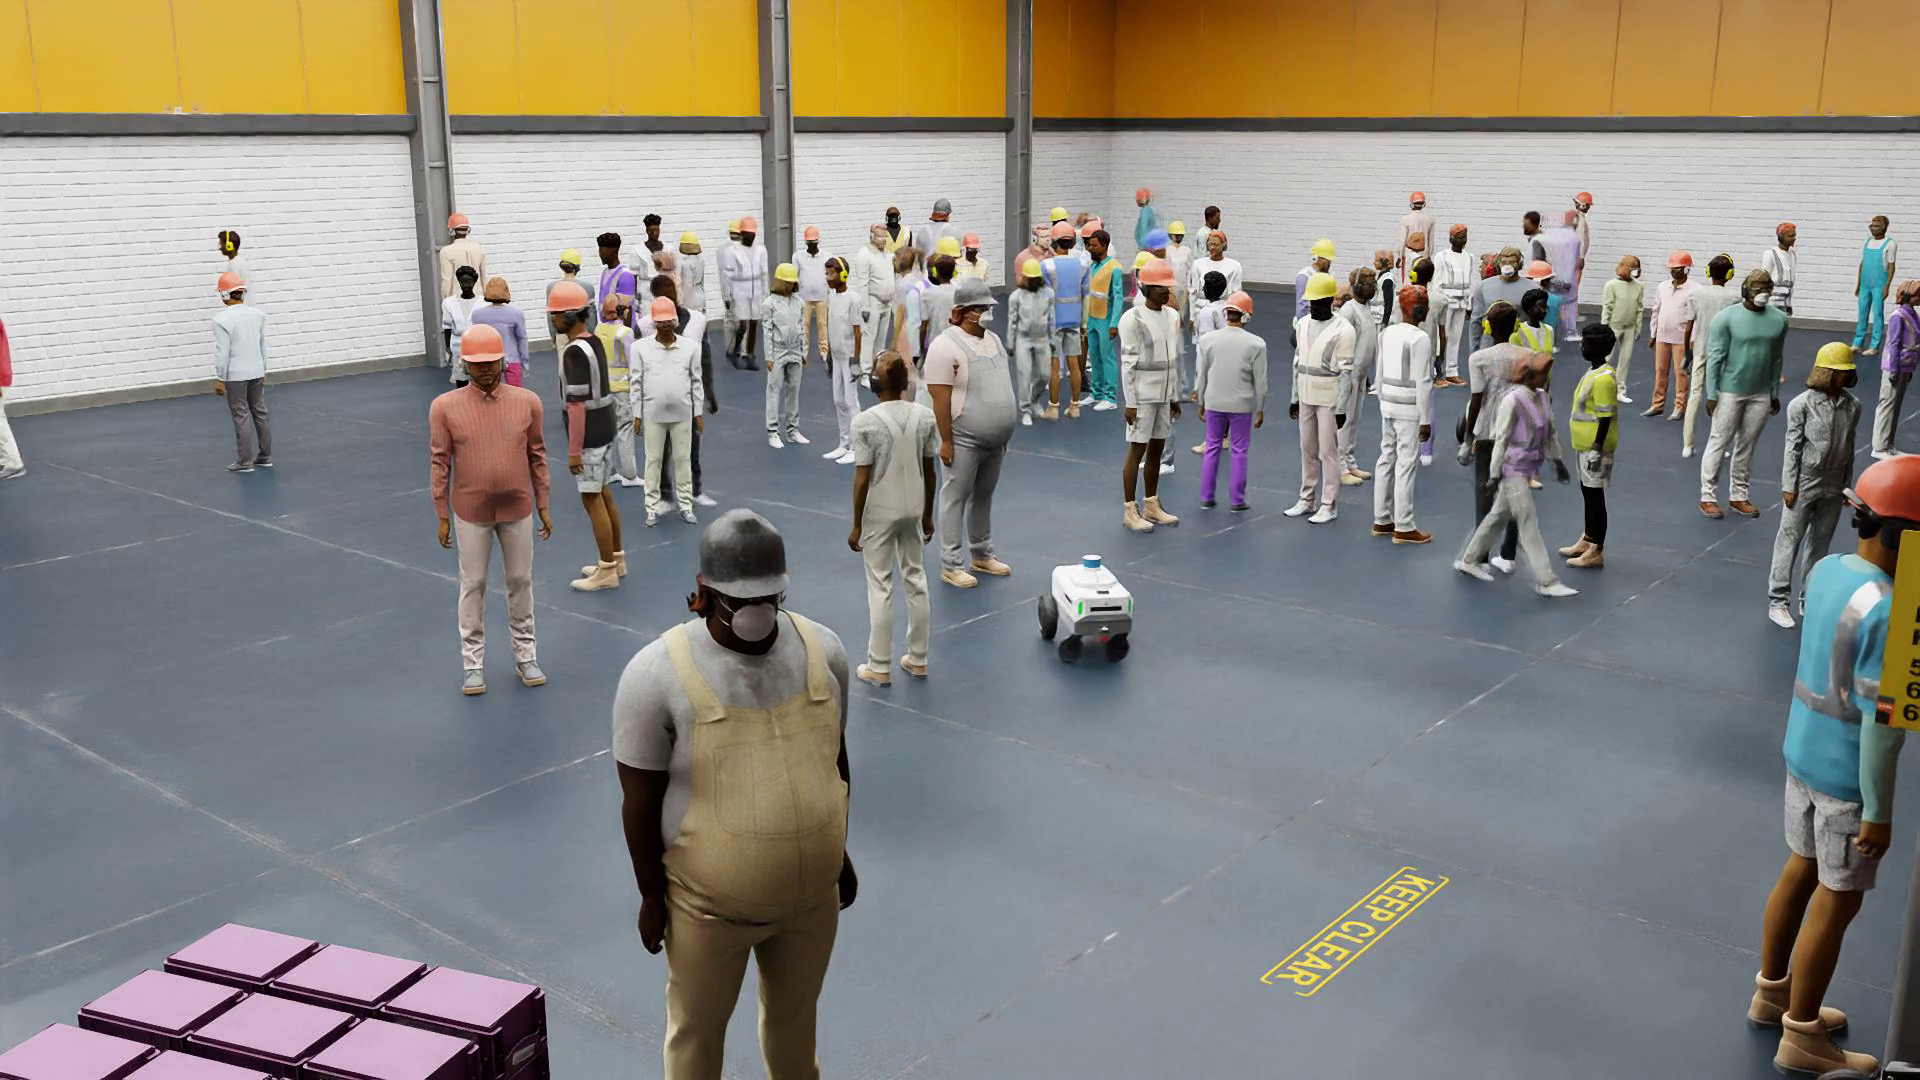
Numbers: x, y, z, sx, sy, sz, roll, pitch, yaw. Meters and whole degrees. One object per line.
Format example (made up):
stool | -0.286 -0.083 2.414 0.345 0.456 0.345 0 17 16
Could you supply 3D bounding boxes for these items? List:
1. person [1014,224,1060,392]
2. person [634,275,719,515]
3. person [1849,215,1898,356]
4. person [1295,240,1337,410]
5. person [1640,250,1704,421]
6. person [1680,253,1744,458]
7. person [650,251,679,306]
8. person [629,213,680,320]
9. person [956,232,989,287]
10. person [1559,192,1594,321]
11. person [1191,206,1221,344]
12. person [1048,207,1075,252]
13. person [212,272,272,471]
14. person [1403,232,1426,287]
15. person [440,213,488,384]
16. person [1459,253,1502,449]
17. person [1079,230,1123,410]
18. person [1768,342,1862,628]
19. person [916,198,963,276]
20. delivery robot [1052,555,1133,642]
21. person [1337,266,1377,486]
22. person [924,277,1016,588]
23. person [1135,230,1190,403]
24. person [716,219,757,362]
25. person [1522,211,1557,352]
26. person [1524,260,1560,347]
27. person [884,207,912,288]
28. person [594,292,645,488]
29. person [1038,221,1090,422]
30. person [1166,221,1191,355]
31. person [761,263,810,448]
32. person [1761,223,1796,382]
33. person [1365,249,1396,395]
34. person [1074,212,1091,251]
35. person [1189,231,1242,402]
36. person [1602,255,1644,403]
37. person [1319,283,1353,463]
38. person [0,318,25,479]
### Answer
person | 0.921 -2.637 18.981 0.637 1.911 0.406 -12 18 -39
person | -2.240 -1.145 13.100 0.673 1.875 0.434 -7 16 -27
person | 12.079 -3.359 21.992 0.348 1.846 0.506 -5 15 -21
person | 3.814 -2.293 17.784 0.592 1.819 0.404 -13 19 -41
person | 7.372 -2.110 17.186 0.333 1.749 0.574 -9 17 -32
person | 6.859 -1.668 15.184 0.518 1.873 0.328 11 18 38
person | -3.325 -2.428 18.707 0.461 1.619 0.546 5 15 20
person | -3.705 -2.978 20.223 0.614 1.963 0.362 -8 16 -31
person | 0.133 -2.816 20.008 0.573 1.749 0.339 -9 17 -33
person | 9.614 -4.415 25.919 0.389 1.990 0.610 1 14 2
person | 3.430 -3.695 23.216 0.389 1.910 0.590 6 15 23
person | 1.358 -3.519 22.483 0.371 1.919 0.584 4 14 14
person | -6.351 -1.483 14.680 0.324 1.752 0.560 5 15 21
person | 5.978 -3.234 21.925 0.284 1.633 0.497 0 14 0
person | -5.854 -2.848 19.648 0.381 1.994 0.622 11 18 38
person | 4.966 -1.755 15.588 0.385 1.842 0.569 9 16 31
person | 1.525 -2.357 17.845 0.375 1.915 0.599 -8 16 -28
person | 5.221 -0.332 10.105 0.487 1.744 0.294 -3 14 -14
person | -0.221 -3.614 22.617 0.674 2.000 0.535 7 16 27
delivery robot | 0.764 0.332 9.671 0.477 0.478 0.707 -2 14 -9
person | 3.362 -1.395 14.145 0.343 1.847 0.507 8 16 30
person | 0.120 -0.721 11.055 0.538 2.000 0.684 11 18 37
person | 2.206 -2.428 18.181 0.659 1.906 0.401 -6 15 -23
person | -2.863 -3.221 21.487 0.593 1.824 0.403 9 17 33
person | 7.692 -3.445 22.272 0.789 1.880 0.602 2 14 10
person | 5.476 -1.783 15.880 0.326 1.752 0.559 11 18 38
person | -0.979 -3.928 24.274 0.620 1.845 0.429 -3 14 -13
person | -2.874 -1.261 14.026 0.525 1.639 0.307 12 18 39
person | 1.036 -2.242 17.127 0.615 2.041 0.376 -7 15 -25
person | 2.838 -3.322 22.007 0.523 1.769 0.313 -8 16 -28
person | -1.648 -1.753 15.786 0.486 1.742 0.300 -13 19 -42
person | 9.655 -2.798 19.674 0.572 1.883 0.354 -9 17 -33
person | 4.776 -2.462 18.826 0.311 1.638 0.523 1 14 5
person | 1.952 -4.482 26.945 0.385 1.627 0.524 -7 16 -27
person | 2.781 -2.435 18.224 0.572 1.883 0.356 6 15 23
person | 7.249 -2.304 18.230 0.506 1.628 0.278 -4 14 -14
person | 3.388 -1.468 14.850 0.310 1.640 0.523 -2 14 -8
person | -8.411 -1.402 14.406 0.354 1.740 0.574 -11 18 -37
